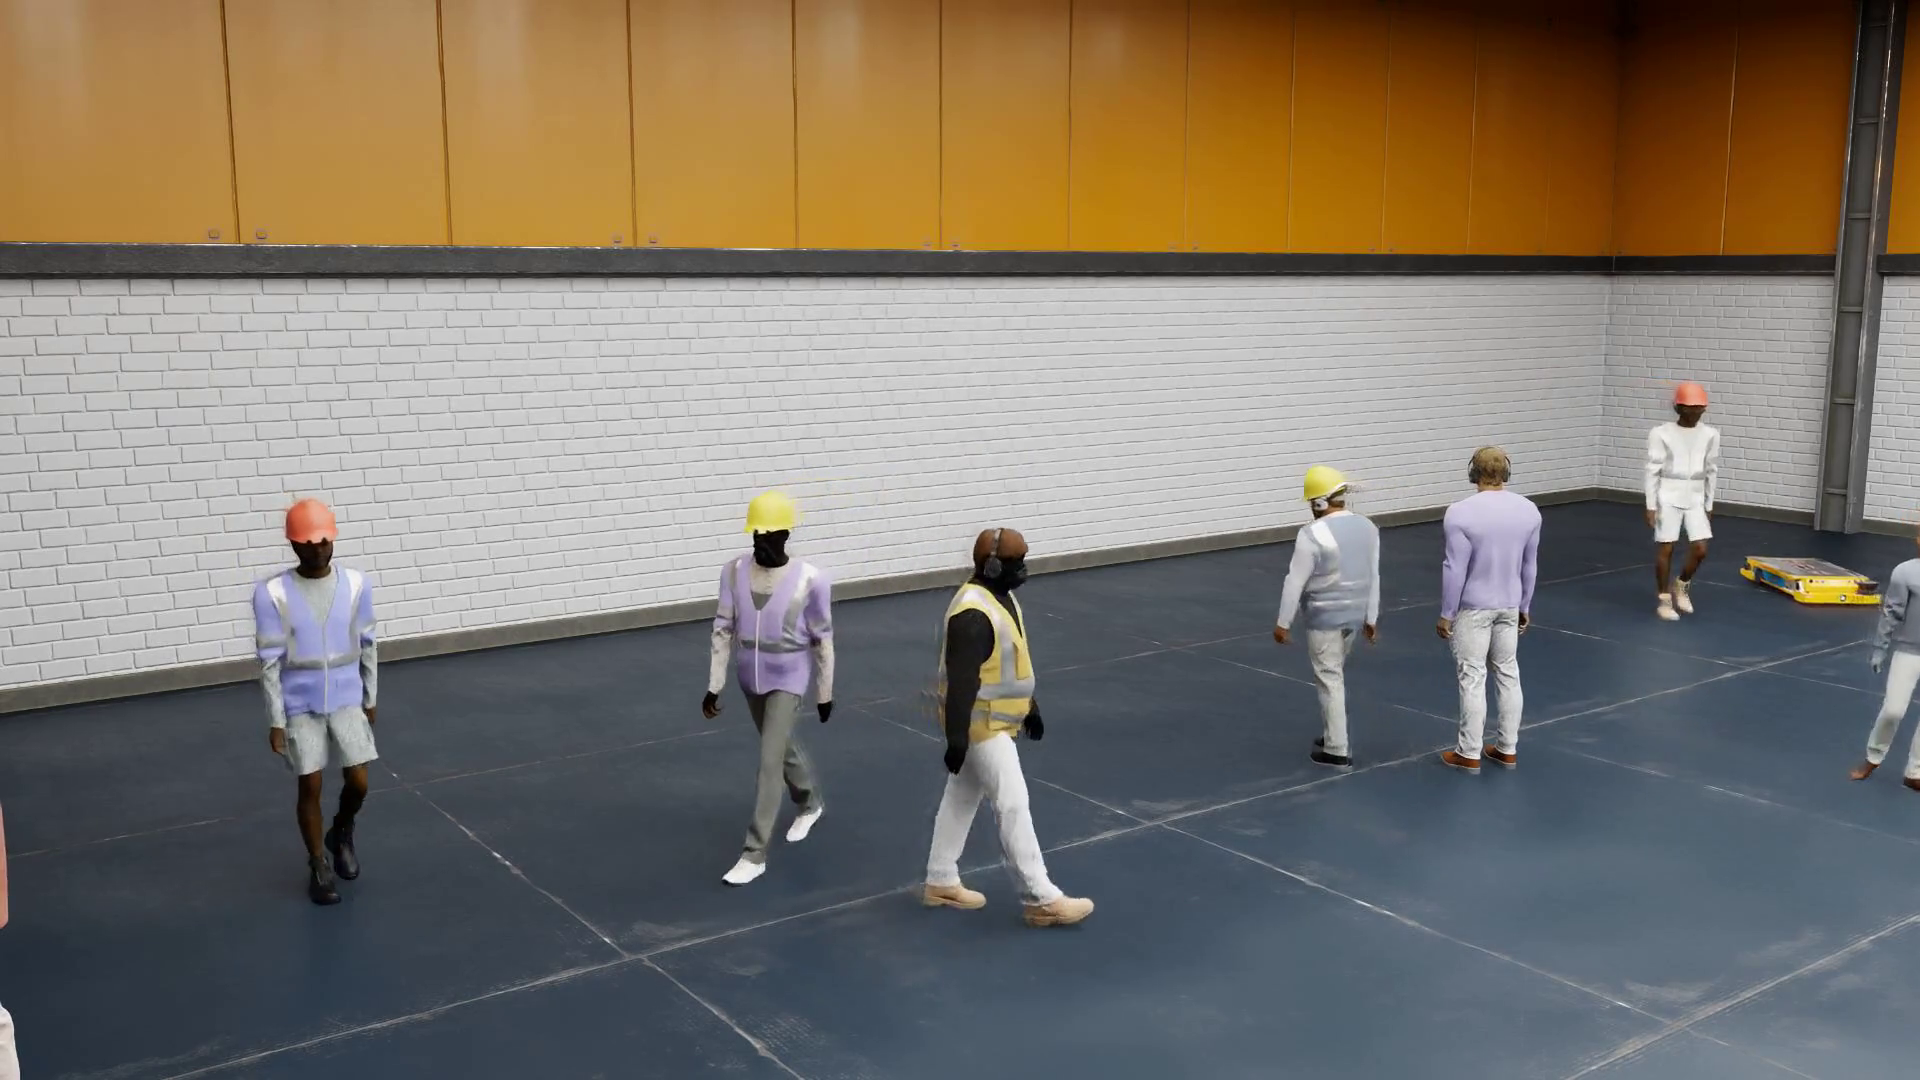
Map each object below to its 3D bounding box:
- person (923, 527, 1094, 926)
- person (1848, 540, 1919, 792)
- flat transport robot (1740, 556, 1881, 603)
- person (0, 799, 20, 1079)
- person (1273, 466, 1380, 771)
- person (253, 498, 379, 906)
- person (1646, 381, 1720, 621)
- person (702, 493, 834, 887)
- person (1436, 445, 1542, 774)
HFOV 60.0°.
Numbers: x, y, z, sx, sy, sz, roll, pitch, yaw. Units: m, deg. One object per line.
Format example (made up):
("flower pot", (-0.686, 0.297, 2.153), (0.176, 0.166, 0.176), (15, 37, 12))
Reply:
("person", (0.226, 0.838, 7.523), (0.898, 1.799, 0.655), (2, 9, 11))
("person", (5.430, 0.637, 9.388), (0.542, 1.607, 0.481), (1, 9, 4))
("flat transport robot", (7.778, 0.352, 15.254), (0.652, 0.197, 1.431), (1, 9, 4))
("person", (-3.087, 1.147, 5.046), (0.375, 1.997, 0.611), (-3, 10, -19))
("person", (2.164, 0.457, 9.919), (0.598, 1.793, 0.591), (-7, 11, -35))
("person", (-2.965, 0.751, 7.730), (0.555, 1.925, 0.455), (-6, 11, -33))
("person", (6.066, -0.316, 13.982), (0.626, 2.030, 0.424), (0, 9, 2))
("person", (-0.916, 0.686, 8.288), (0.583, 1.881, 1.010), (5, 10, 27))
("person", (3.094, 0.409, 9.781), (0.633, 1.936, 0.355), (-3, 10, -18))
